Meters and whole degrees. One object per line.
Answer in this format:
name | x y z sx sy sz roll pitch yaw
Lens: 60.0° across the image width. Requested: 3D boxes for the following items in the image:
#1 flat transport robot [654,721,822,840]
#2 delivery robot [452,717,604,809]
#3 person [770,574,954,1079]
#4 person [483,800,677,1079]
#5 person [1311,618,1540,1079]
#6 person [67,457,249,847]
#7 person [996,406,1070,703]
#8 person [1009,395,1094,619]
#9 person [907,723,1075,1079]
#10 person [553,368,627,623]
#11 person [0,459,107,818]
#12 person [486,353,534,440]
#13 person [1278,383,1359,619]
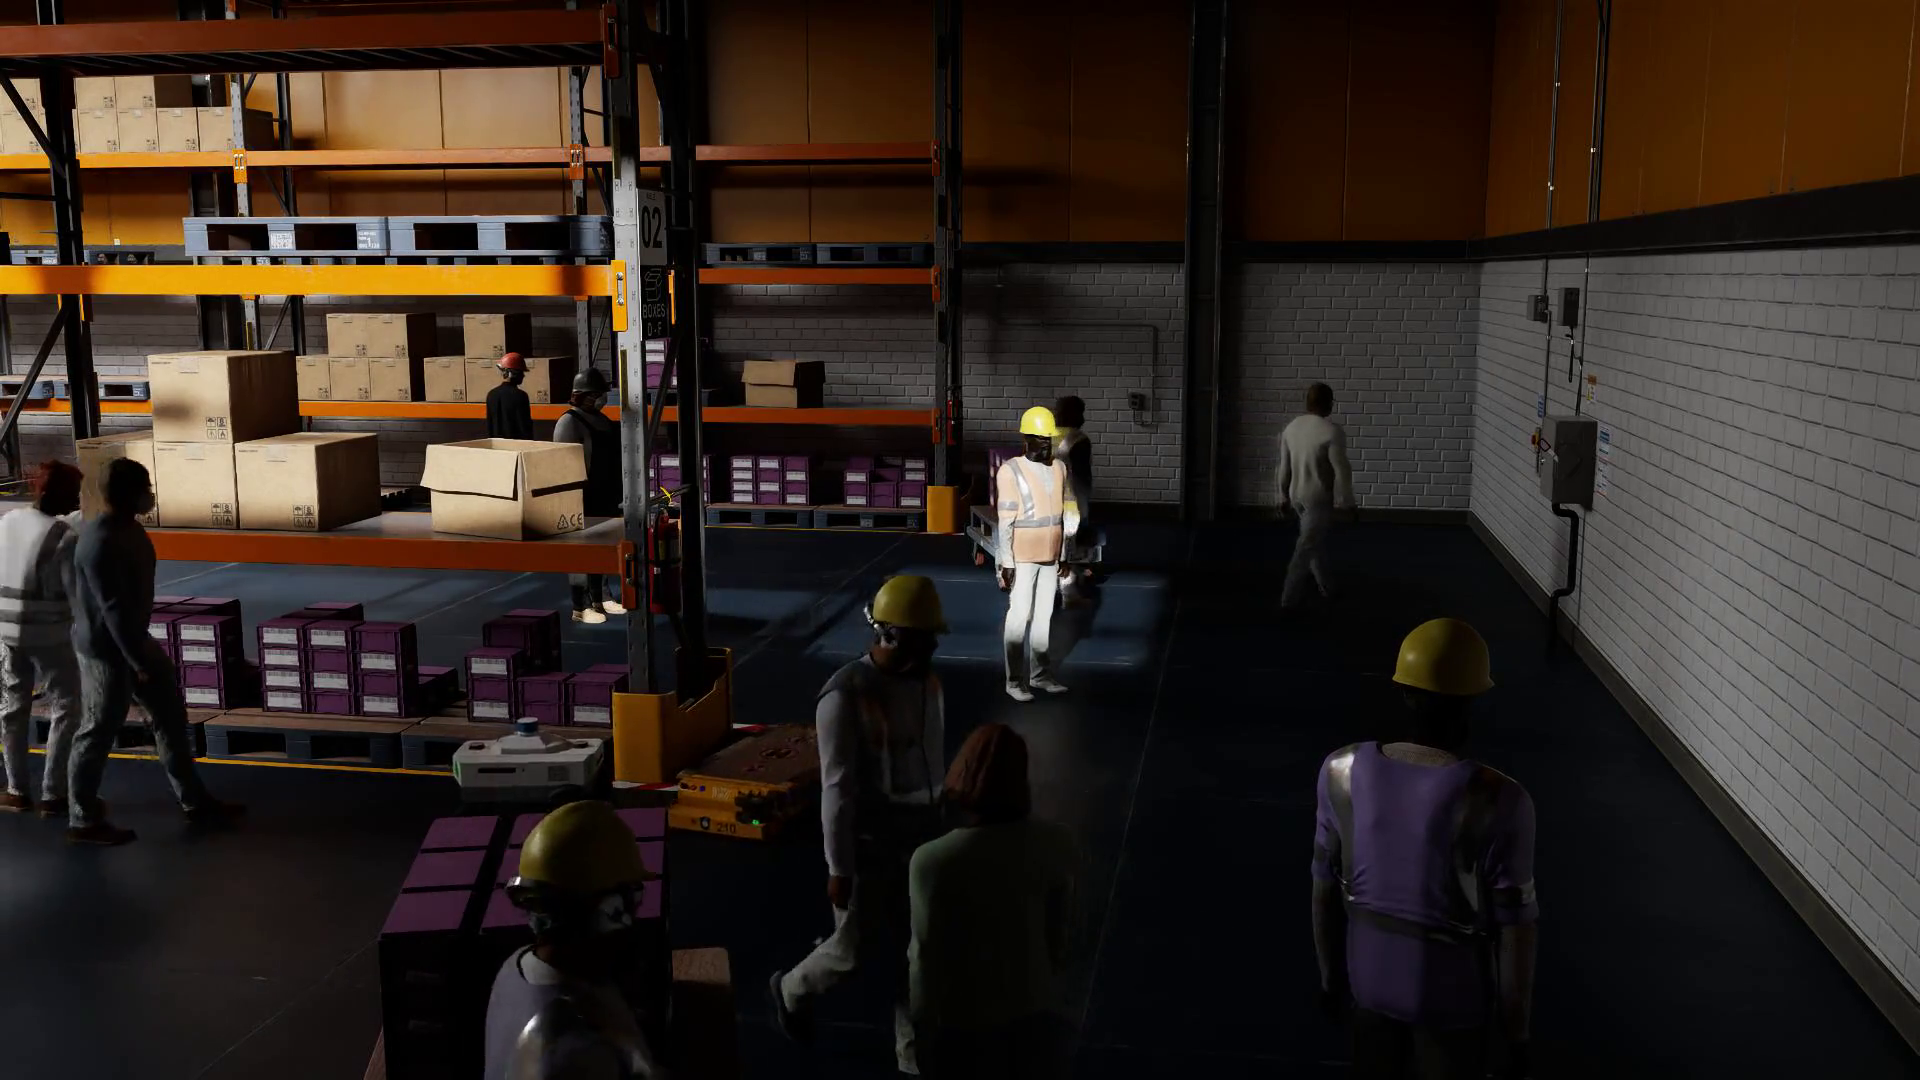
flat transport robot | -0.989 1.246 8.827 0.652 0.197 1.431 4 10 22
delivery robot | -2.164 1.135 8.348 0.707 0.478 0.477 0 9 -3
person | -0.309 0.995 5.652 0.757 1.804 0.597 8 12 39
person | -0.791 1.403 3.193 0.896 1.784 0.626 -3 10 -20
person | 1.198 1.150 4.302 0.593 1.926 0.366 7 12 39
person | -3.963 0.553 8.086 0.911 1.903 0.643 -1 9 -6
person | 0.499 0.086 10.899 0.594 1.926 0.367 -9 12 -43
person | 0.756 -0.265 13.488 0.844 1.811 0.634 -5 10 -27
person | 0.105 1.290 4.503 0.490 1.585 0.879 -3 10 -15
person | -2.915 -0.369 13.377 0.538 2.000 0.684 3 10 16
person | -4.772 0.506 8.548 0.709 1.859 0.347 2 9 13
person | -4.488 -0.886 16.743 0.609 1.988 0.392 7 11 36
person | 2.974 -0.324 13.547 0.974 1.895 0.640 -5 10 -27
